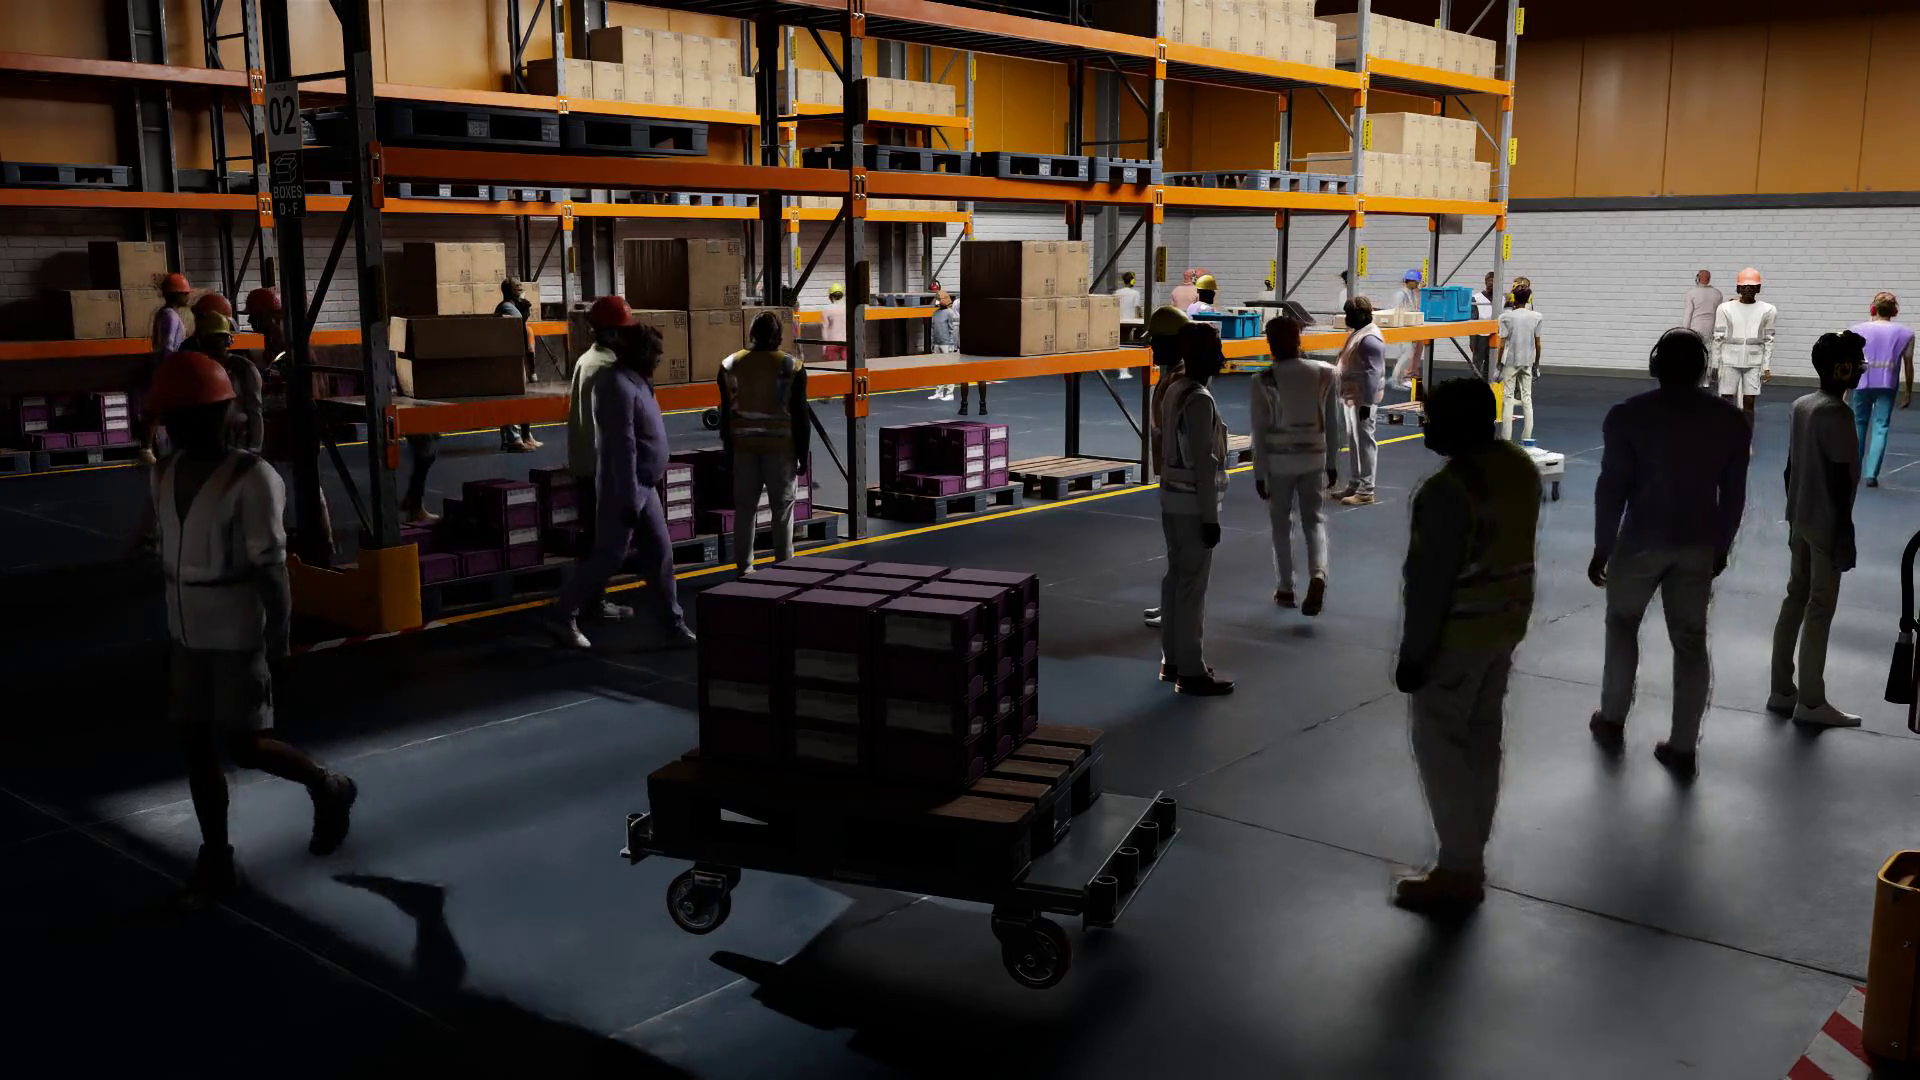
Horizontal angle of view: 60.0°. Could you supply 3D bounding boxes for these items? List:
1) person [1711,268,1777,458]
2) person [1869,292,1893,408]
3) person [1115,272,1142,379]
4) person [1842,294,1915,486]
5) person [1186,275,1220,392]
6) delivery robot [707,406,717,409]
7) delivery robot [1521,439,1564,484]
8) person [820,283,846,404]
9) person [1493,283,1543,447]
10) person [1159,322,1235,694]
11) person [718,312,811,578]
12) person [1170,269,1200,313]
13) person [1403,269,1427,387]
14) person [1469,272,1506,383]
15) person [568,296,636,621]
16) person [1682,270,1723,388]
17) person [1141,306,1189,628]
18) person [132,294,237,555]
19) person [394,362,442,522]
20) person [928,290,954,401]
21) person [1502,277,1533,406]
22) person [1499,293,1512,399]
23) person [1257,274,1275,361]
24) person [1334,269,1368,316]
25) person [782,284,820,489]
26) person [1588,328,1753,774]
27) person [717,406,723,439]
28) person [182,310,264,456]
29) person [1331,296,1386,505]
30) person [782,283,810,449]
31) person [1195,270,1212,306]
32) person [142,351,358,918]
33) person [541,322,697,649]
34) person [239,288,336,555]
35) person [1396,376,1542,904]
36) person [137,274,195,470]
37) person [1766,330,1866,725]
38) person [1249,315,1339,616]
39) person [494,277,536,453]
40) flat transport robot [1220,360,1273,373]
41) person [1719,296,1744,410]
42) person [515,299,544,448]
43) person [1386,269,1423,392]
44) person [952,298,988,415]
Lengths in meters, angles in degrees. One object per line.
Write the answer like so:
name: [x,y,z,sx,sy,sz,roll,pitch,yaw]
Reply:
person: [8.450,-1.908,17.964,0.608,2.044,0.370,4,11,20]
person: [12.952,-2.677,23.502,0.314,1.637,0.514,4,11,23]
person: [2.964,-3.723,28.863,0.534,1.843,0.686,9,13,42]
person: [8.819,-1.448,15.997,0.597,1.799,0.928,5,11,27]
person: [2.942,-2.229,20.124,0.371,1.927,0.588,-4,11,-22]
delivery robot: [-2.816,-1.705,20.777,0.707,0.478,0.477,0,10,1]
delivery robot: [5.049,-0.655,14.795,0.707,0.478,0.477,-7,12,-36]
person: [-1.777,-2.829,24.037,0.532,1.768,0.342,-5,11,-28]
person: [6.226,-1.927,18.581,0.510,1.867,0.329,0,10,-2]
person: [1.199,-0.161,8.475,0.355,1.883,0.575,-2,10,-9]
person: [-1.287,-0.599,11.113,0.620,1.836,0.429,2,10,10]
person: [3.833,-3.565,27.787,0.652,1.906,0.402,9,13,40]
person: [7.434,-3.437,27.039,0.410,1.913,0.651,8,13,40]
person: [7.604,-2.914,24.054,0.594,1.915,0.373,-4,11,-22]
person: [-2.110,-0.467,9.961,0.449,1.973,0.658,-5,11,-28]
person: [11.888,-3.384,26.757,0.653,1.906,0.408,-2,10,-10]
person: [1.262,-0.432,9.932,0.392,1.919,0.581,0,10,0]
person: [-5.615,-0.837,12.226,0.664,1.930,1.061,9,14,43]
person: [-4.409,-0.962,13.596,0.376,1.677,0.549,-8,13,-40]
person: [-0.261,-2.886,24.697,0.279,1.633,0.500,-8,13,-40]
person: [8.016,-2.846,23.871,0.345,1.846,0.508,1,10,7]
person: [8.102,-2.881,24.761,0.528,1.594,0.577,3,10,18]
person: [5.830,-4.114,31.314,0.525,1.769,0.316,7,12,36]
person: [6.382,-3.476,27.247,0.806,1.920,0.660,-9,14,-42]
person: [-1.548,-1.409,15.458,0.668,1.921,0.655,-3,10,-18]
person: [3.101,0.021,7.373,0.693,1.903,0.834,1,10,4]
person: [-2.739,-2.116,19.747,0.404,1.833,0.588,1,10,4]
person: [-5.079,-0.653,11.407,0.599,1.835,0.404,1,10,6]
person: [3.516,-1.226,14.680,0.430,1.835,0.625,0,10,1]
person: [-1.798,-1.698,17.190,0.567,1.890,0.958,8,12,37]
person: [4.025,-3.700,28.579,0.600,1.894,0.757,7,12,35]
person: [-2.498,0.298,5.765,0.552,1.922,0.659,5,11,26]
person: [-1.895,-0.286,9.297,0.937,1.858,0.669,0,10,2]
person: [-4.976,-0.829,12.051,0.794,1.961,0.646,-5,11,-28]
person: [1.757,0.342,5.808,0.690,1.821,0.446,-9,13,-41]
person: [-7.971,-1.717,17.034,1.060,1.983,0.625,-7,12,-35]
person: [4.119,-0.059,7.931,0.329,1.872,0.507,0,10,-2]
person: [2.072,-0.449,10.199,0.604,1.856,0.804,-1,10,-4]
person: [-4.958,-1.934,18.413,0.354,1.936,0.636,-5,11,-26]
flat transport robot: [5.354,-3.107,29.836,1.431,0.197,0.652,3,10,15]
person: [10.058,-2.339,21.578,0.315,1.636,0.515,-9,13,-40]
person: [-4.963,-1.880,18.800,0.540,1.691,0.318,8,13,40]
person: [7.004,-3.274,26.075,0.452,1.921,0.622,7,12,36]
person: [0.168,-2.649,22.468,0.551,1.942,0.344,-1,10,-5]
